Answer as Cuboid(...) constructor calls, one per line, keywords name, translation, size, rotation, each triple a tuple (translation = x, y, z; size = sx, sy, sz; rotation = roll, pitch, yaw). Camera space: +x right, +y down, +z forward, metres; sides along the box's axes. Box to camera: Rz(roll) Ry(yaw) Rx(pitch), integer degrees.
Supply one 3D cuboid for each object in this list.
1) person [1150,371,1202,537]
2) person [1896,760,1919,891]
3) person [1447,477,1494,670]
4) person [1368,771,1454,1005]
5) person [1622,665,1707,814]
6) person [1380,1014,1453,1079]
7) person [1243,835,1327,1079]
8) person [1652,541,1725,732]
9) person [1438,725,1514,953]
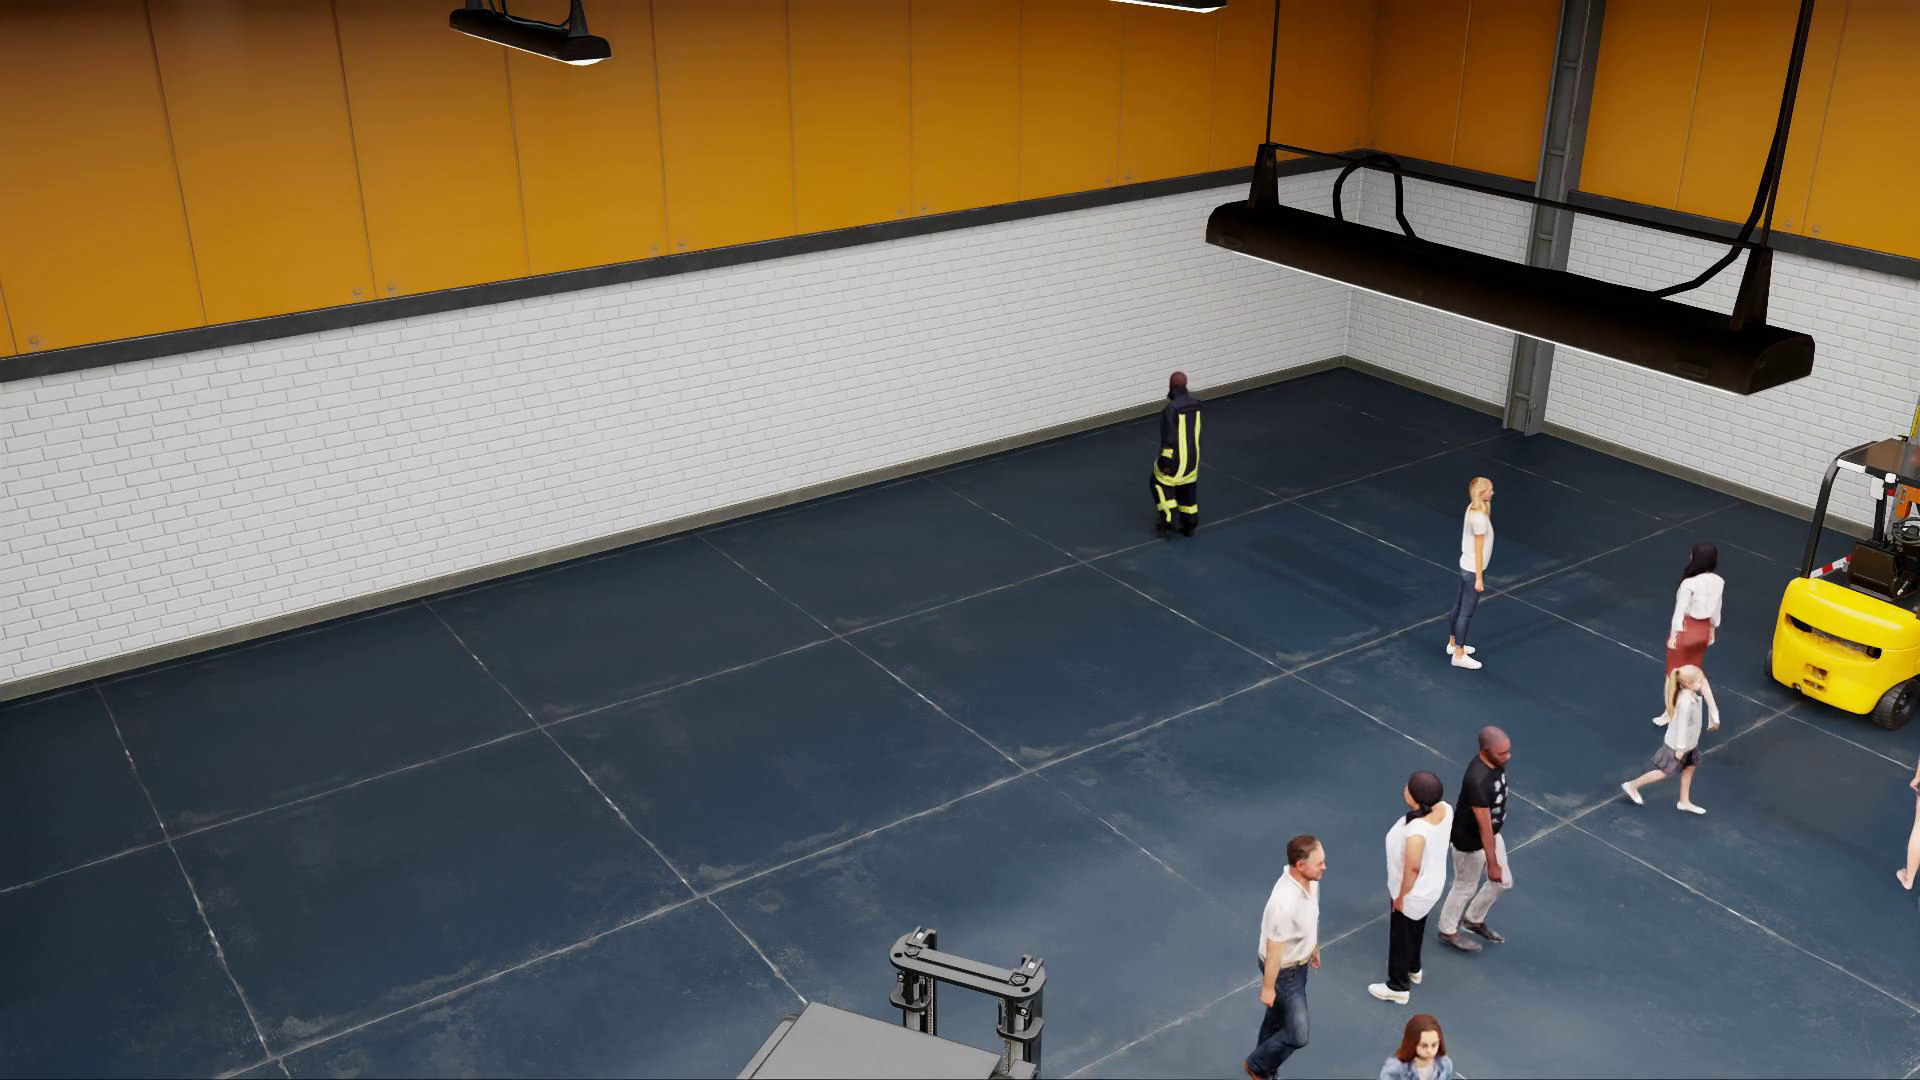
Cuboid(name="person", translation=(2.386, -0.905, 17.836), size=(0.770, 1.802, 0.813), rotation=(-19, 30, -37))
Cuboid(name="person", translation=(7.058, 1.739, 11.880), size=(0.661, 1.729, 0.752), rotation=(8, 25, 18))
Cuboid(name="person", translation=(4.645, 0.277, 15.125), size=(0.719, 1.809, 0.641), rotation=(2, 24, 5))
Cuboid(name="person", translation=(2.936, 2.226, 10.817), size=(0.710, 1.688, 0.726), rotation=(17, 29, 33))
Cuboid(name="person", translation=(5.531, 1.543, 12.919), size=(0.926, 1.257, 0.744), rotation=(12, 27, 26))
Cuboid(name="person", translation=(2.412, 3.143, 9.020), size=(0.883, 1.446, 1.056), rotation=(-3, 24, -6))
Cuboid(name="person", translation=(1.853, 2.525, 9.939), size=(0.793, 1.842, 0.798), rotation=(15, 28, 31))
Cuboid(name="person", translation=(6.136, 0.872, 13.851), size=(0.724, 1.738, 0.916), rotation=(-9, 25, -20))
Cuboid(name="person", translation=(3.385, 2.005, 11.205), size=(0.784, 1.783, 0.763), rotation=(14, 27, 29))
